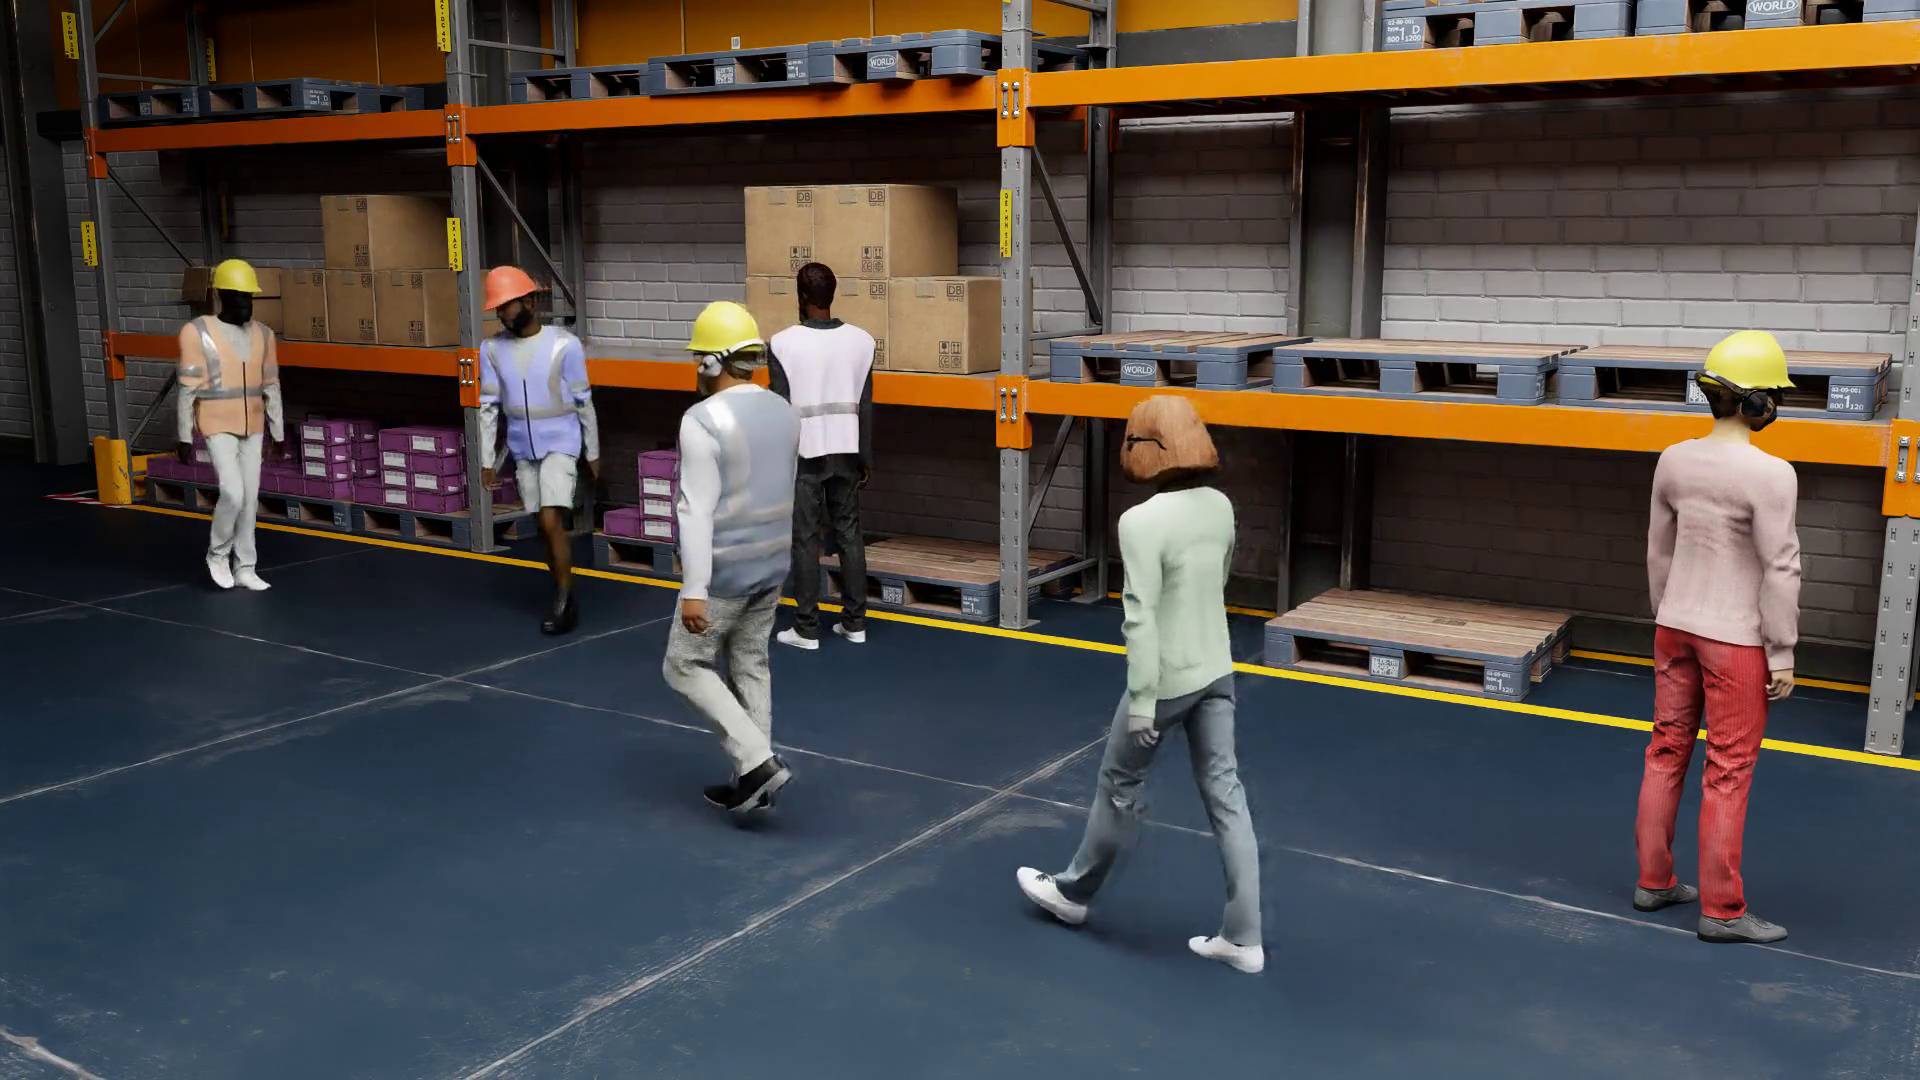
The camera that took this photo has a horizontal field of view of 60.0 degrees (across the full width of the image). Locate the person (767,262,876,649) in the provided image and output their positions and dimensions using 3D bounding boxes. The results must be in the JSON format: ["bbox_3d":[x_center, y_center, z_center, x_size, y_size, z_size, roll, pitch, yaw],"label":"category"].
[{"bbox_3d":[-0.683,-0.411,8.266,0.588,1.914,0.379,-6,12,-32],"label":"person"}]

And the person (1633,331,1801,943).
[{"bbox_3d":[2.214,0.281,4.835,0.312,1.768,0.522,-4,11,-20],"label":"person"}]

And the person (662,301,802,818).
[{"bbox_3d":[-0.784,0.091,5.743,0.423,1.813,0.612,6,12,29],"label":"person"}]

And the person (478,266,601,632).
[{"bbox_3d":[-2.168,-0.458,8.574,0.558,1.886,0.710,2,10,12],"label":"person"}]

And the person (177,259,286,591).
[{"bbox_3d":[-4.133,-0.635,9.494,0.431,1.910,0.631,6,12,31],"label":"person"}]

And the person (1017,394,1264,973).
[{"bbox_3d":[0.536,0.389,4.714,0.842,1.593,0.527,10,14,44],"label":"person"}]
